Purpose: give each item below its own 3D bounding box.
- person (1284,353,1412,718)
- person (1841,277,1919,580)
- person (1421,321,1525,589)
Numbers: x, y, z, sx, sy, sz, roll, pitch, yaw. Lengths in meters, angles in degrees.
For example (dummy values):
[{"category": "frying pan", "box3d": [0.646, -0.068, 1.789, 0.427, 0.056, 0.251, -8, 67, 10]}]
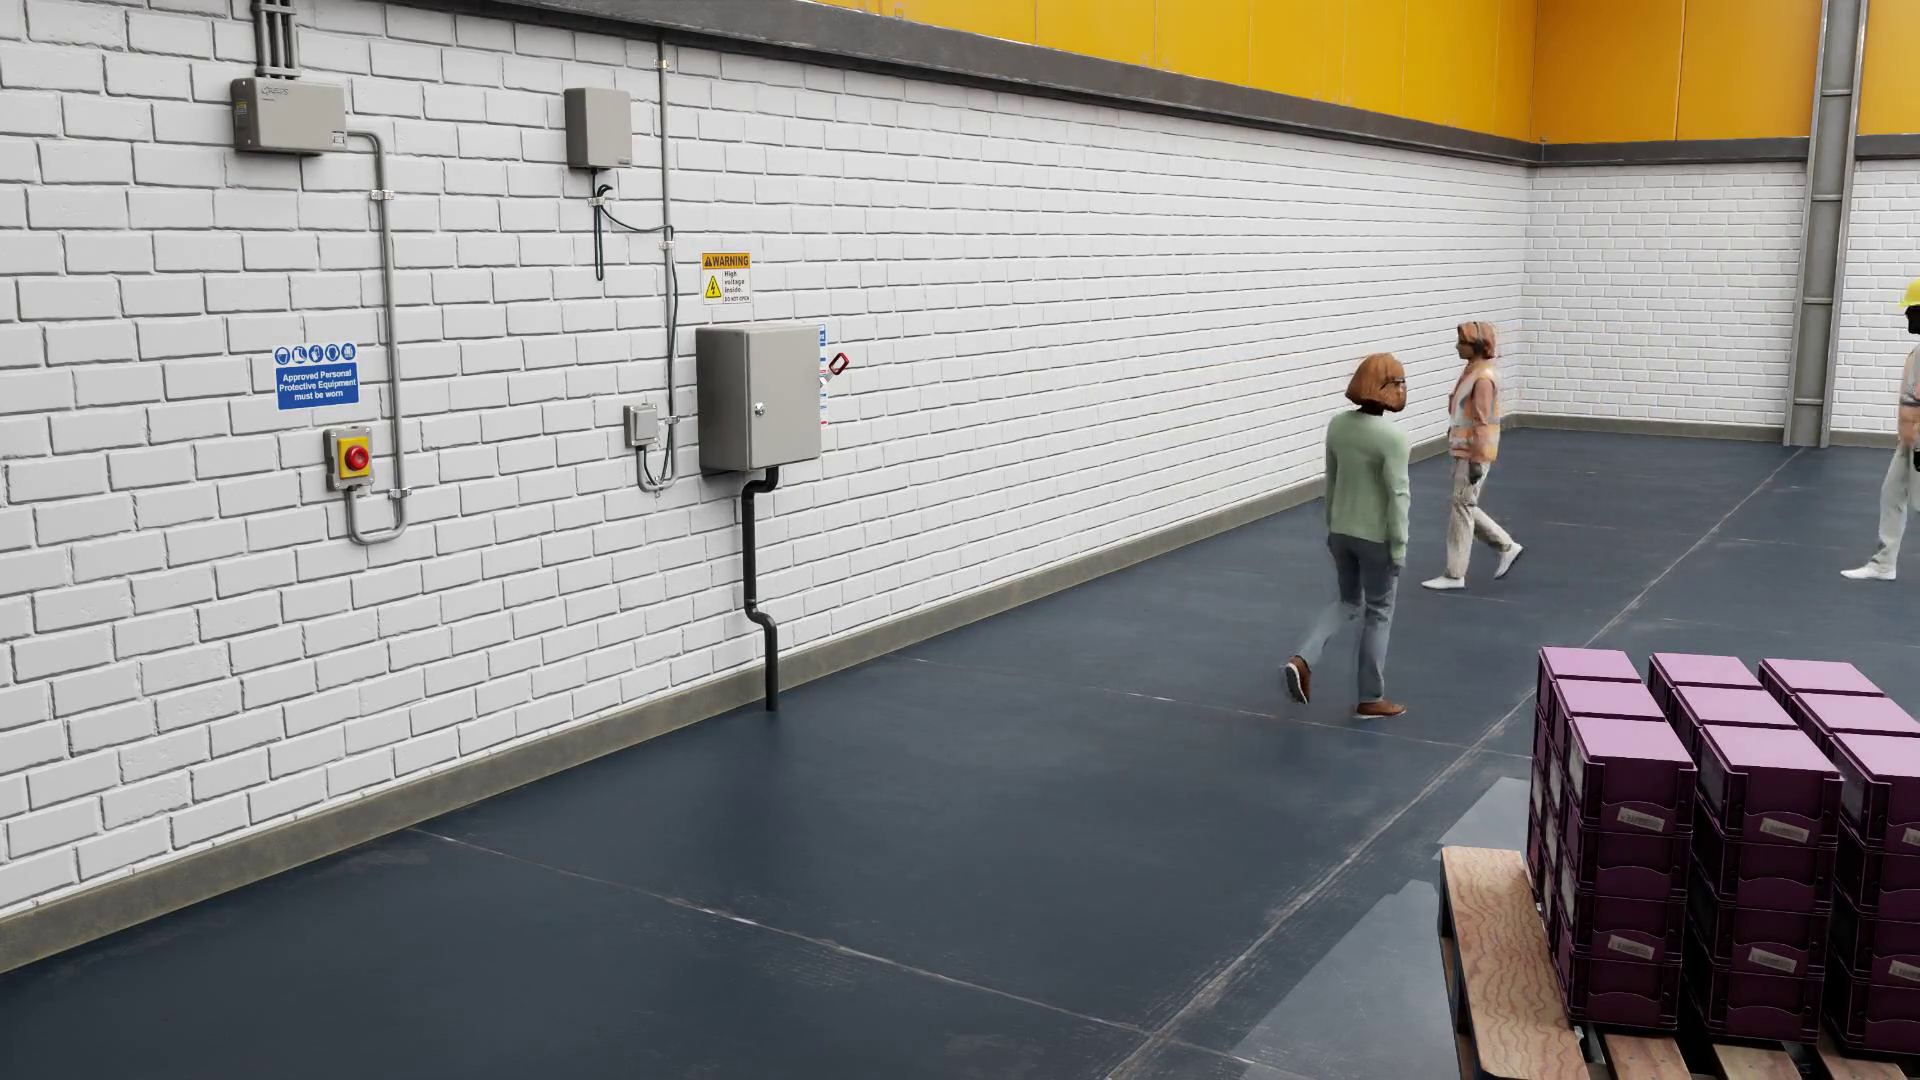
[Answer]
[{"category": "person", "box3d": [1.719, -0.002, 7.235, 0.489, 1.620, 0.509, -6, 12, -29]}, {"category": "person", "box3d": [5.921, -0.646, 10.068, 0.817, 1.899, 0.589, 5, 11, 24]}, {"category": "person", "box3d": [3.098, -0.497, 9.953, 0.522, 1.623, 0.531, 1, 10, 8]}]
